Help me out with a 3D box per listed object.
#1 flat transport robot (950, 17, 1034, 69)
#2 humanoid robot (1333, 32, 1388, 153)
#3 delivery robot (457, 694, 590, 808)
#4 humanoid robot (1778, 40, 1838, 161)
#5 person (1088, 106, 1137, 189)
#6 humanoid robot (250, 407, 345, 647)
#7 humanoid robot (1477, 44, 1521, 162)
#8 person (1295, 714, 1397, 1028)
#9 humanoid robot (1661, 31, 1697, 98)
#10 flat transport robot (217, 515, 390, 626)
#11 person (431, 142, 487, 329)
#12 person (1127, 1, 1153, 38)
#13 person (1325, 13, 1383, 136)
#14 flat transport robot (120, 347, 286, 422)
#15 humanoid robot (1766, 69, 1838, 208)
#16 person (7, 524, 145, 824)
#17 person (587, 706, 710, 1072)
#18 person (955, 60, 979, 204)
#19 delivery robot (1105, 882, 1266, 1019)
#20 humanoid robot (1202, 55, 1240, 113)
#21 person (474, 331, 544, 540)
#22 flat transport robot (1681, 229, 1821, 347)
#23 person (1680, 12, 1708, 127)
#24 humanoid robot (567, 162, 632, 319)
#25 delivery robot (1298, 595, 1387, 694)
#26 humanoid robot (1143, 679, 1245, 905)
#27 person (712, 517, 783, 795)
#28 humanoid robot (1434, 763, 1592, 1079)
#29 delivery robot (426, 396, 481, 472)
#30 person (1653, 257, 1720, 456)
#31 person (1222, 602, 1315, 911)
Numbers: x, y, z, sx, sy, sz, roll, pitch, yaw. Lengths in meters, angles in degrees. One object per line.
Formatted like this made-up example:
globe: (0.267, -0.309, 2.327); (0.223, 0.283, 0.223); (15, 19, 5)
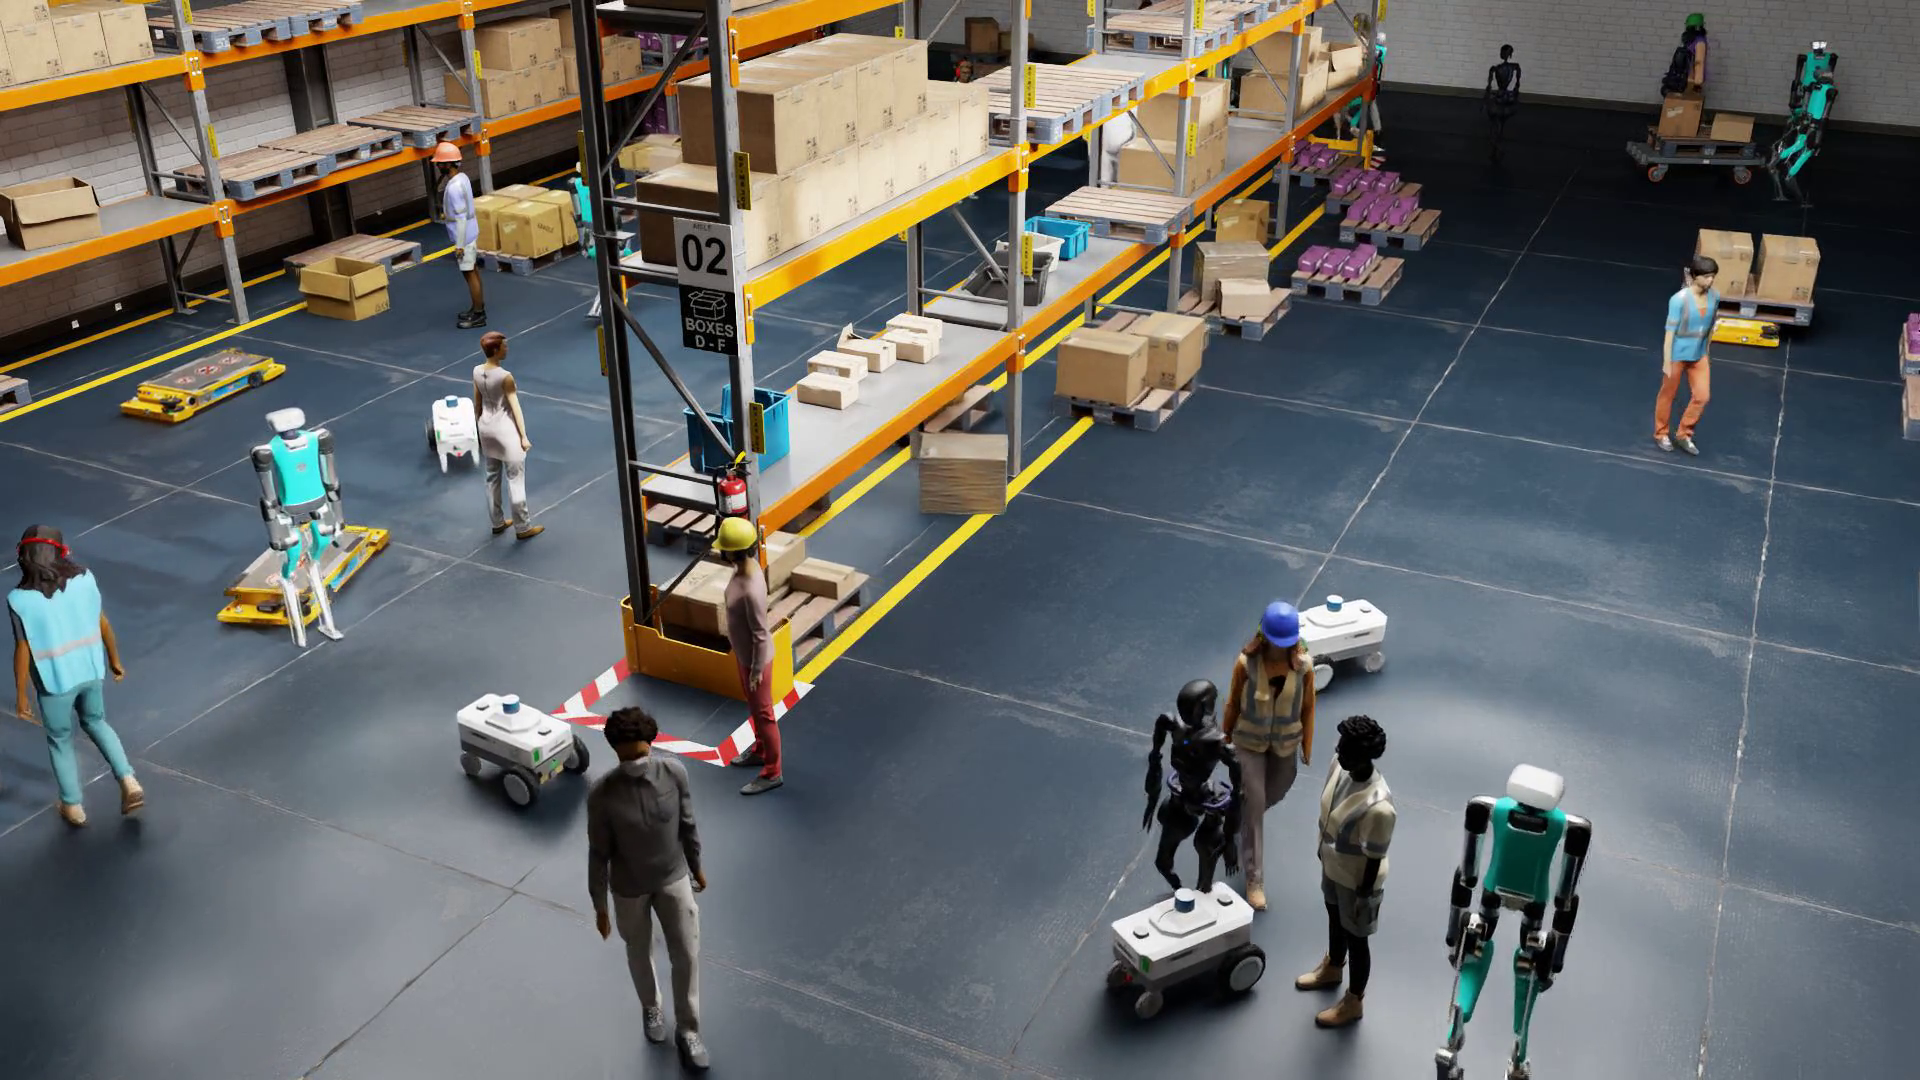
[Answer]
flat transport robot: (0.621, -8.544, 30.037); (1.431, 0.231, 0.659); (21, 33, 36)
humanoid robot: (5.790, -6.525, 24.356); (1.015, 1.773, 0.538); (7, 27, 14)
delivery robot: (-2.650, 1.220, 9.998); (0.783, 0.601, 0.499); (16, 30, 28)
humanoid robot: (12.120, -6.340, 23.958); (0.563, 1.793, 0.948); (4, 27, 8)
person: (1.930, -4.836, 20.781); (0.651, 1.856, 1.004); (-2, 26, -5)
humanoid robot: (-4.511, -0.094, 11.318); (0.531, 1.801, 0.662); (-22, 34, -37)
humanoid robot: (7.783, -6.248, 23.814); (0.597, 1.638, 0.475); (-9, 28, -17)
person: (1.872, 1.571, 8.001); (0.320, 1.692, 0.532); (-5, 27, -11)
humanoid robot: (10.677, -6.775, 24.878); (0.357, 1.644, 0.589); (-2, 26, -5)
flat transport robot: (-4.849, 0.218, 12.338); (0.659, 0.231, 1.431); (3, 26, 6)
person: (-5.191, -3.159, 17.280); (0.368, 1.939, 0.543); (-4, 27, -7)
person: (2.877, -7.654, 26.500); (0.524, 1.810, 0.416); (-2, 26, -5)
person: (6.120, -7.085, 25.346); (0.569, 1.822, 0.989); (-24, 35, -39)
flat transport robot: (-7.165, -1.483, 15.773); (0.659, 0.231, 1.431); (10, 28, 19)
humanoid robot: (10.857, -5.183, 21.608); (0.738, 1.806, 0.542); (-2, 26, -3)
person: (-5.005, 0.797, 9.391); (0.610, 1.848, 0.613); (18, 32, 32)
person: (-1.414, 1.633, 7.668); (0.561, 1.875, 0.727); (-11, 28, -21)
person: (0.030, -5.377, 21.870); (0.392, 1.839, 0.562); (23, 35, 39)
delivery robot: (1.138, 2.026, 8.386); (0.808, 0.614, 0.499); (-14, 30, -26)
humanoid robot: (3.846, -6.381, 24.034); (0.874, 1.775, 0.530); (-22, 34, -38)
person: (-3.530, -0.805, 12.835); (0.453, 1.656, 0.274); (13, 29, 25)
flat transport robot: (8.253, -2.371, 17.567); (0.659, 0.231, 1.431); (9, 28, 18)
person: (10.954, -6.903, 24.879); (0.576, 1.913, 0.567); (7, 27, 13)
humanoid robot: (-3.724, -3.170, 17.517); (0.547, 1.740, 0.982); (7, 27, 14)
delivery robot: (2.463, 0.661, 11.124); (0.791, 0.598, 0.499); (-10, 28, -20)
humanoid robot: (1.212, 1.369, 8.434); (0.616, 1.647, 0.458); (23, 35, 39)
person: (-1.244, 0.669, 9.741); (0.315, 1.766, 0.533); (-7, 27, -14)
humanoid robot: (2.347, 1.943, 7.258); (0.530, 1.769, 0.949); (10, 28, 20)
delivery robot: (-4.368, -0.956, 14.407); (0.499, 0.613, 0.811); (-8, 27, -16)
person: (6.265, -1.549, 14.232); (0.519, 1.747, 0.566); (-5, 27, -10)
person: (1.650, 1.052, 8.989); (0.483, 1.742, 0.822); (0, 26, 0)
